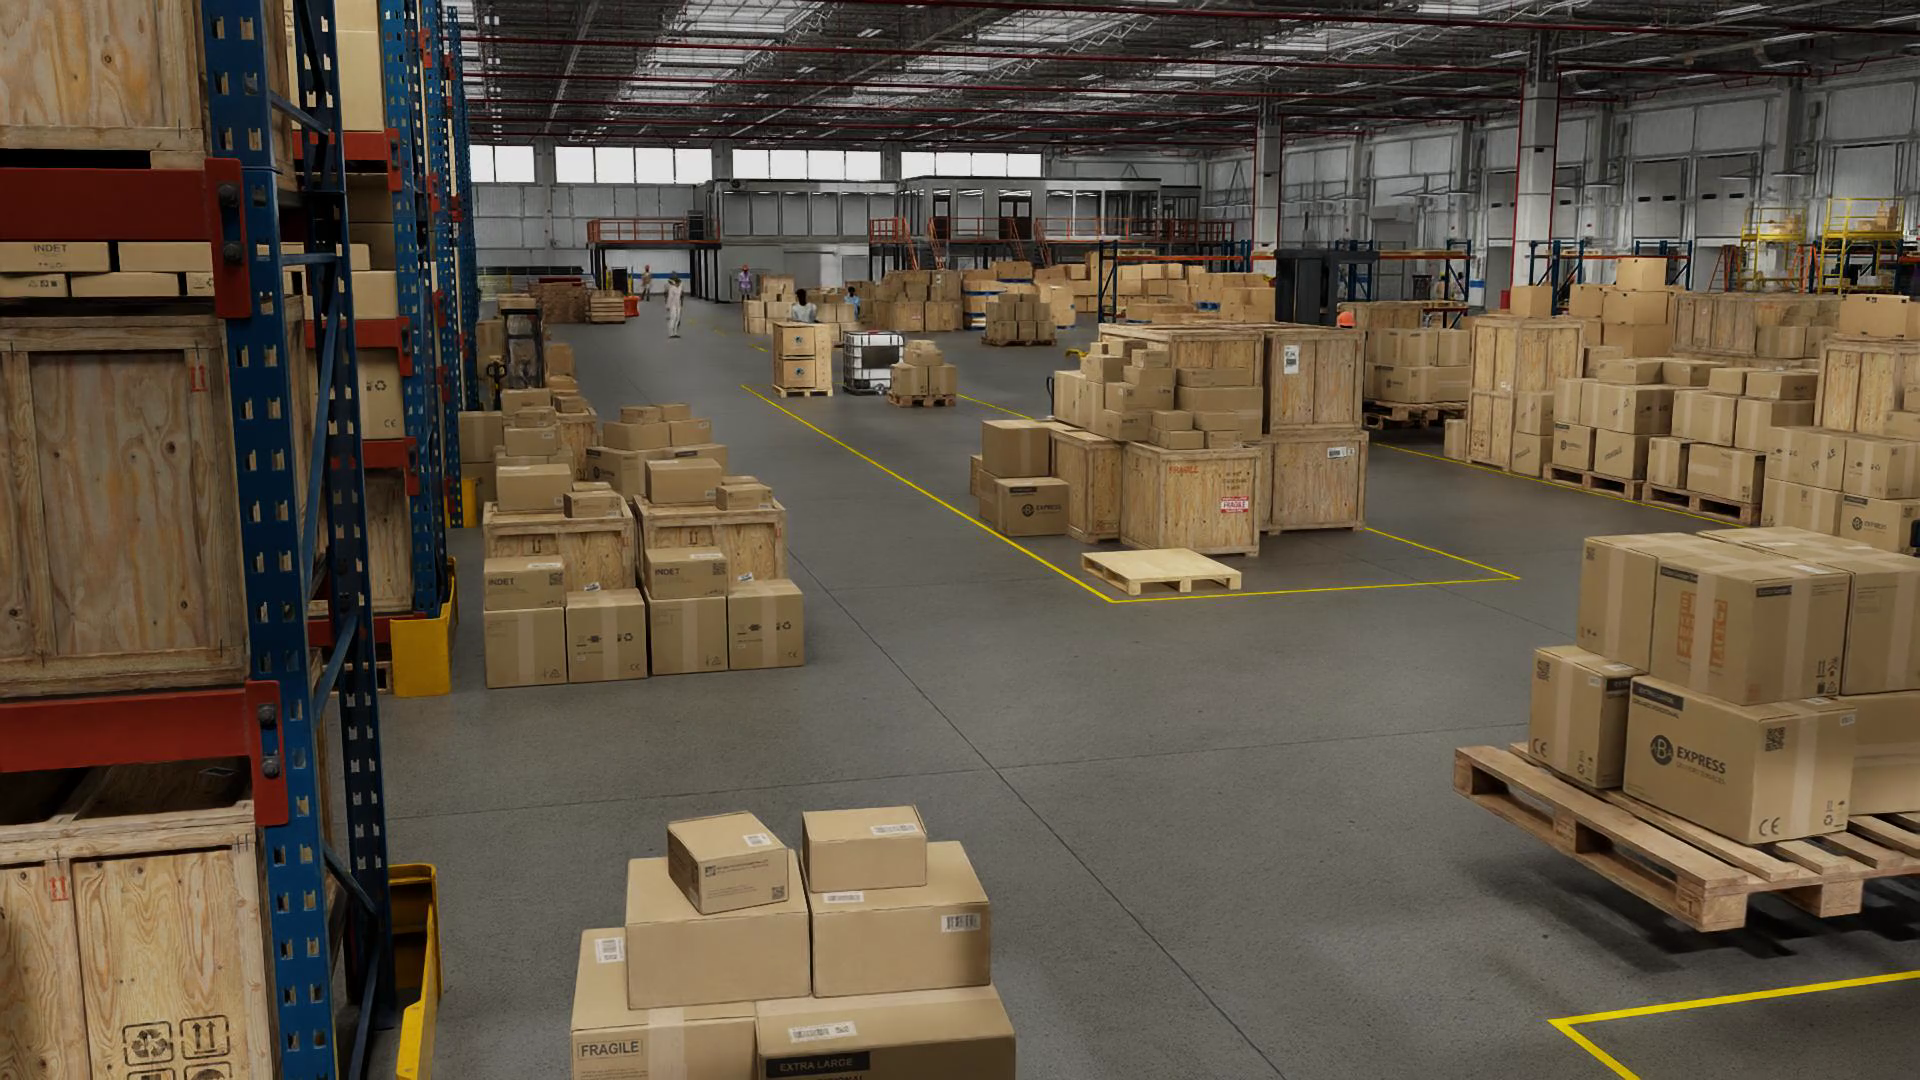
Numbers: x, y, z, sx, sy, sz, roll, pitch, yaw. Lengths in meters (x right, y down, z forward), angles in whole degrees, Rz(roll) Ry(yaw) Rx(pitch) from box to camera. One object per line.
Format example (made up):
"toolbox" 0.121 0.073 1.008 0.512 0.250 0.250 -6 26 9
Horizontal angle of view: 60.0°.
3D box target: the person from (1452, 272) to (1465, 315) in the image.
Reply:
"person" 20.900 -10.308 69.561 0.632 1.824 0.721 6 12 29

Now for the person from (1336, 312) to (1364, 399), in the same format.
"person" 5.142 -2.056 22.319 0.622 1.993 0.382 -3 10 -16

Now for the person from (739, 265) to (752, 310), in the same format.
"person" -9.743 -11.493 75.623 0.614 2.042 0.373 -3 10 -16

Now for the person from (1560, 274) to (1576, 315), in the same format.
"person" 19.467 -7.504 53.164 0.622 1.996 0.368 -3 10 -16

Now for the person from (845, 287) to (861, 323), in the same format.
"person" -3.246 -6.734 49.740 0.536 1.660 0.470 -3 10 -17

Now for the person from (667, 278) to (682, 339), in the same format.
"person" -8.937 -7.224 51.900 0.373 1.901 0.756 3 10 16

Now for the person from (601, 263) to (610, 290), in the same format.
"person" -19.869 -14.579 93.421 0.594 1.926 0.367 -3 10 -16

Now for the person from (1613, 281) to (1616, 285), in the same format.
"person" 19.170 -6.644 48.670 0.531 1.865 0.316 -3 10 -16

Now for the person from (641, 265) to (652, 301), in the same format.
"person" -16.358 -13.416 86.898 0.552 1.913 0.547 -7 12 -36

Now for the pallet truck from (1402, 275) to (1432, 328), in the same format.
"pallet truck" 14.620 -7.324 52.145 0.823 1.965 1.885 8 13 40

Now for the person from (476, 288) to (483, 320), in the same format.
"person" -11.527 -5.033 39.469 0.580 1.902 0.590 0 10 -2

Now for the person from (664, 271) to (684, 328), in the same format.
"person" -10.034 -8.453 58.417 0.680 2.000 0.724 0 10 -3

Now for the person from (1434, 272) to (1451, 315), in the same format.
"person" 18.111 -9.102 62.478 0.596 1.909 0.484 2 10 11

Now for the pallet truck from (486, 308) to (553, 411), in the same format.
"pallet truck" -6.242 -2.418 24.362 0.823 1.965 1.885 1 10 3

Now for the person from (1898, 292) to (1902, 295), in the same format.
"person" 23.333 -5.321 41.521 0.492 1.743 0.296 -3 10 -16

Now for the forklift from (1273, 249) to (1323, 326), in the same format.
"forklift" 4.855 -2.824 24.162 1.873 2.768 1.129 -3 10 -15

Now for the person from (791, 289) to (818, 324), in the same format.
"person" -3.487 -4.711 37.541 0.640 1.929 0.592 2 10 9

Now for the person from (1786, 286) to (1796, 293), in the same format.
"person" 21.781 -5.797 44.003 0.543 1.819 0.513 -6 12 -31

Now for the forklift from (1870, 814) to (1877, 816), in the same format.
"forklift" 5.507 0.094 7.641 1.873 2.768 1.129 -3 10 -15
